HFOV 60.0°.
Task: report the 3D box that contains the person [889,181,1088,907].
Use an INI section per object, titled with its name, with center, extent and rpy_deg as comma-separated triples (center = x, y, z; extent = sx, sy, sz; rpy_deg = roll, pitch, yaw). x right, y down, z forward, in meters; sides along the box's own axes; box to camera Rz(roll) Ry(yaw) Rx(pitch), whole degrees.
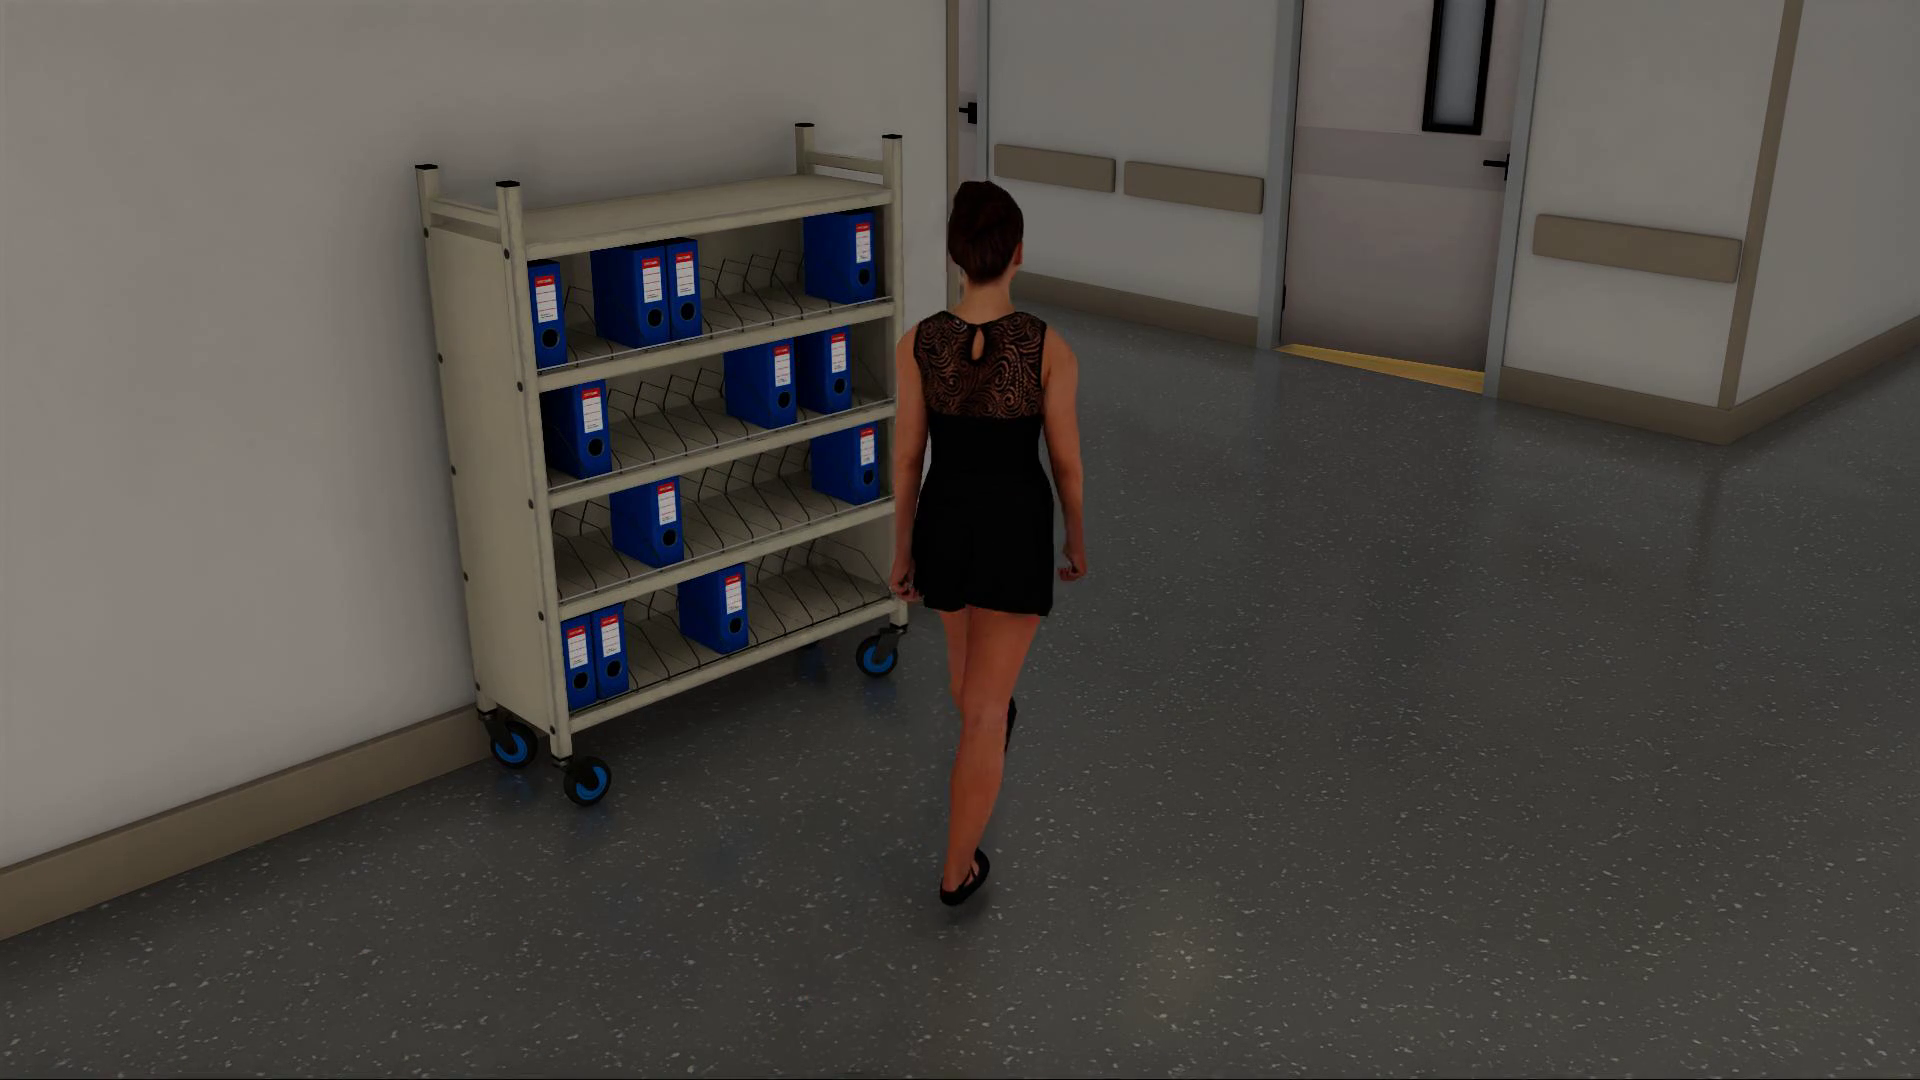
[person]
center = 0.033, 0.060, 3.777
extent = 0.915, 1.639, 1.137
rpy_deg = 6, 21, 15
